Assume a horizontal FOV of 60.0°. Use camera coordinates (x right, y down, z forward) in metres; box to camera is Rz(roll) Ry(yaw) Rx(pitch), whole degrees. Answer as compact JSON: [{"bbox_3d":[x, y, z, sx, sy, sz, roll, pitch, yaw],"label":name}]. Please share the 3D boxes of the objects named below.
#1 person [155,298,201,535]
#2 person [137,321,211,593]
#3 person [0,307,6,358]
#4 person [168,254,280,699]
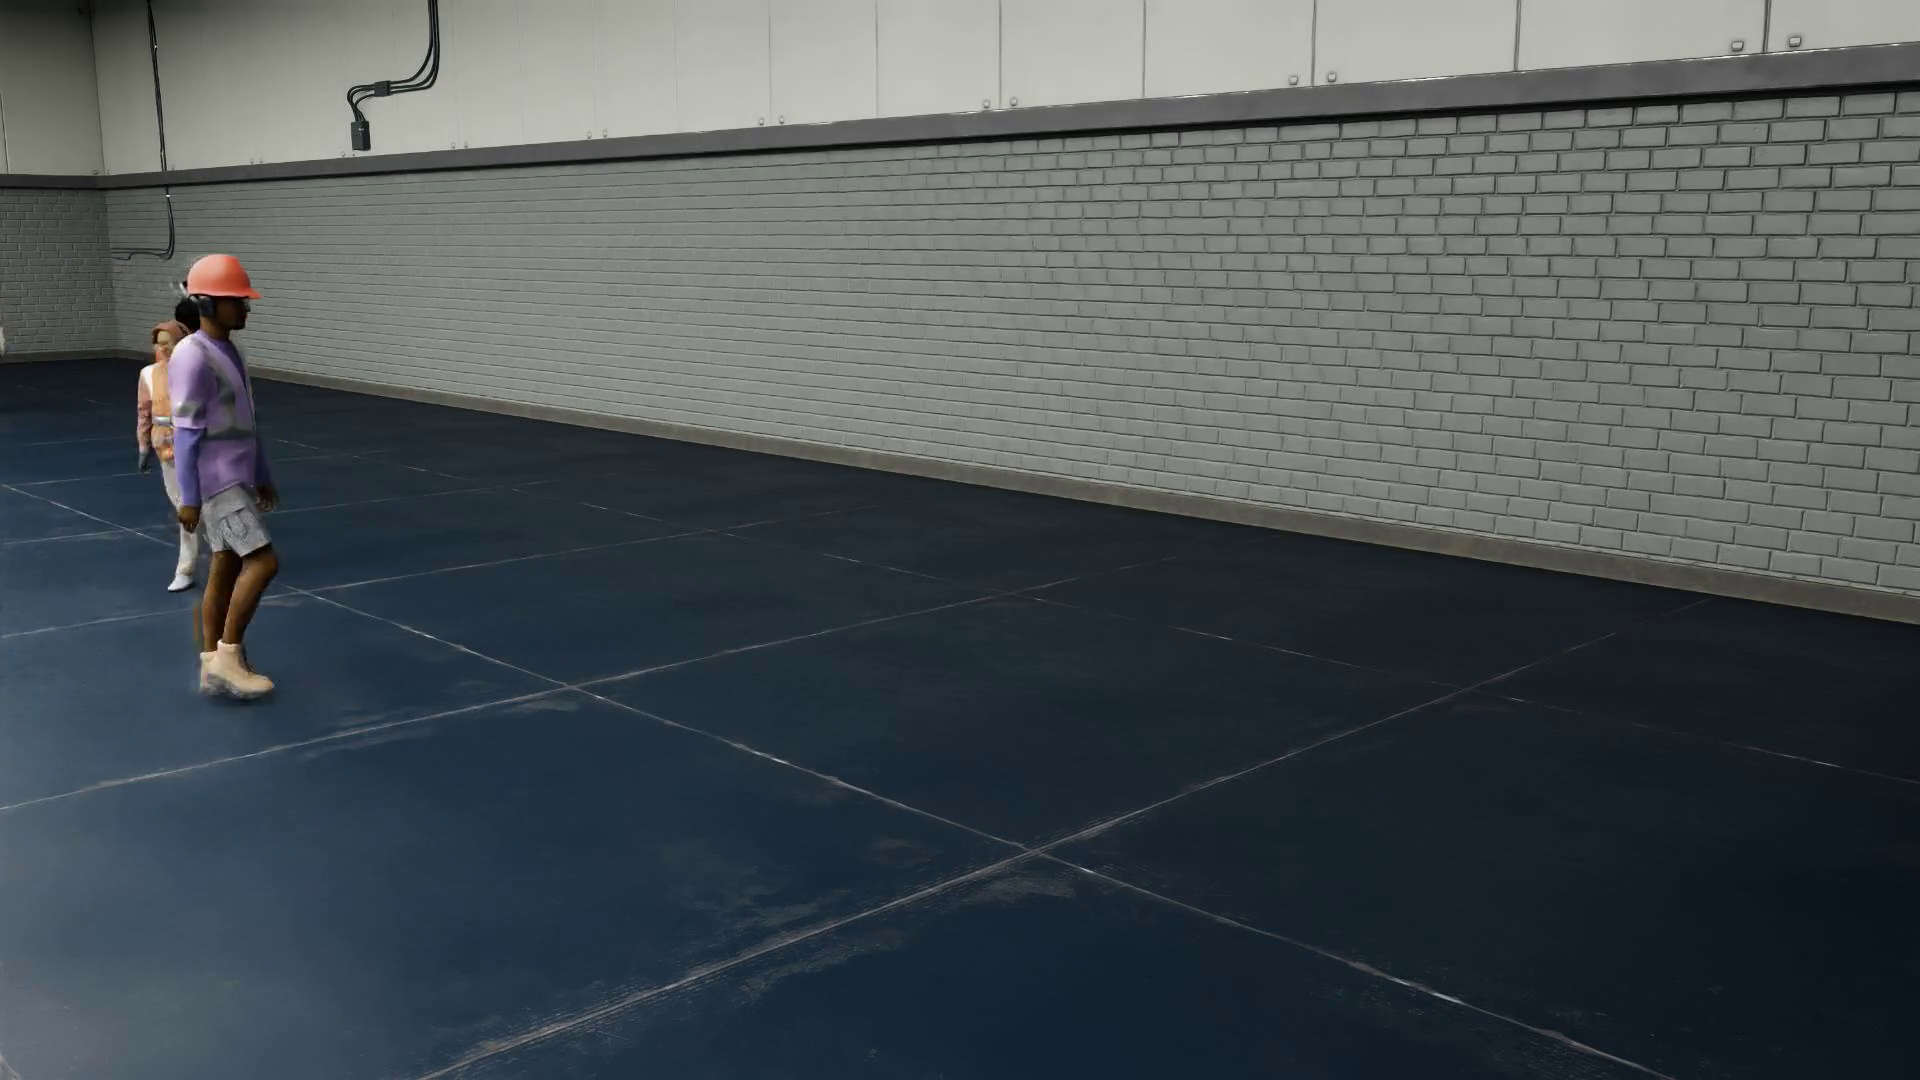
[{"bbox_3d":[-5.389,-0.887,11.831,0.559,1.676,0.489,4,11,20],"label":"person"},{"bbox_3d":[-4.723,-0.544,10.204,0.528,1.608,0.789,1,10,5],"label":"person"},{"bbox_3d":[-11.739,-2.323,19.928,0.518,1.589,0.864,-3,11,-17],"label":"person"},{"bbox_3d":[-3.306,-0.273,7.575,0.544,2.025,0.610,-2,11,-11],"label":"person"}]
